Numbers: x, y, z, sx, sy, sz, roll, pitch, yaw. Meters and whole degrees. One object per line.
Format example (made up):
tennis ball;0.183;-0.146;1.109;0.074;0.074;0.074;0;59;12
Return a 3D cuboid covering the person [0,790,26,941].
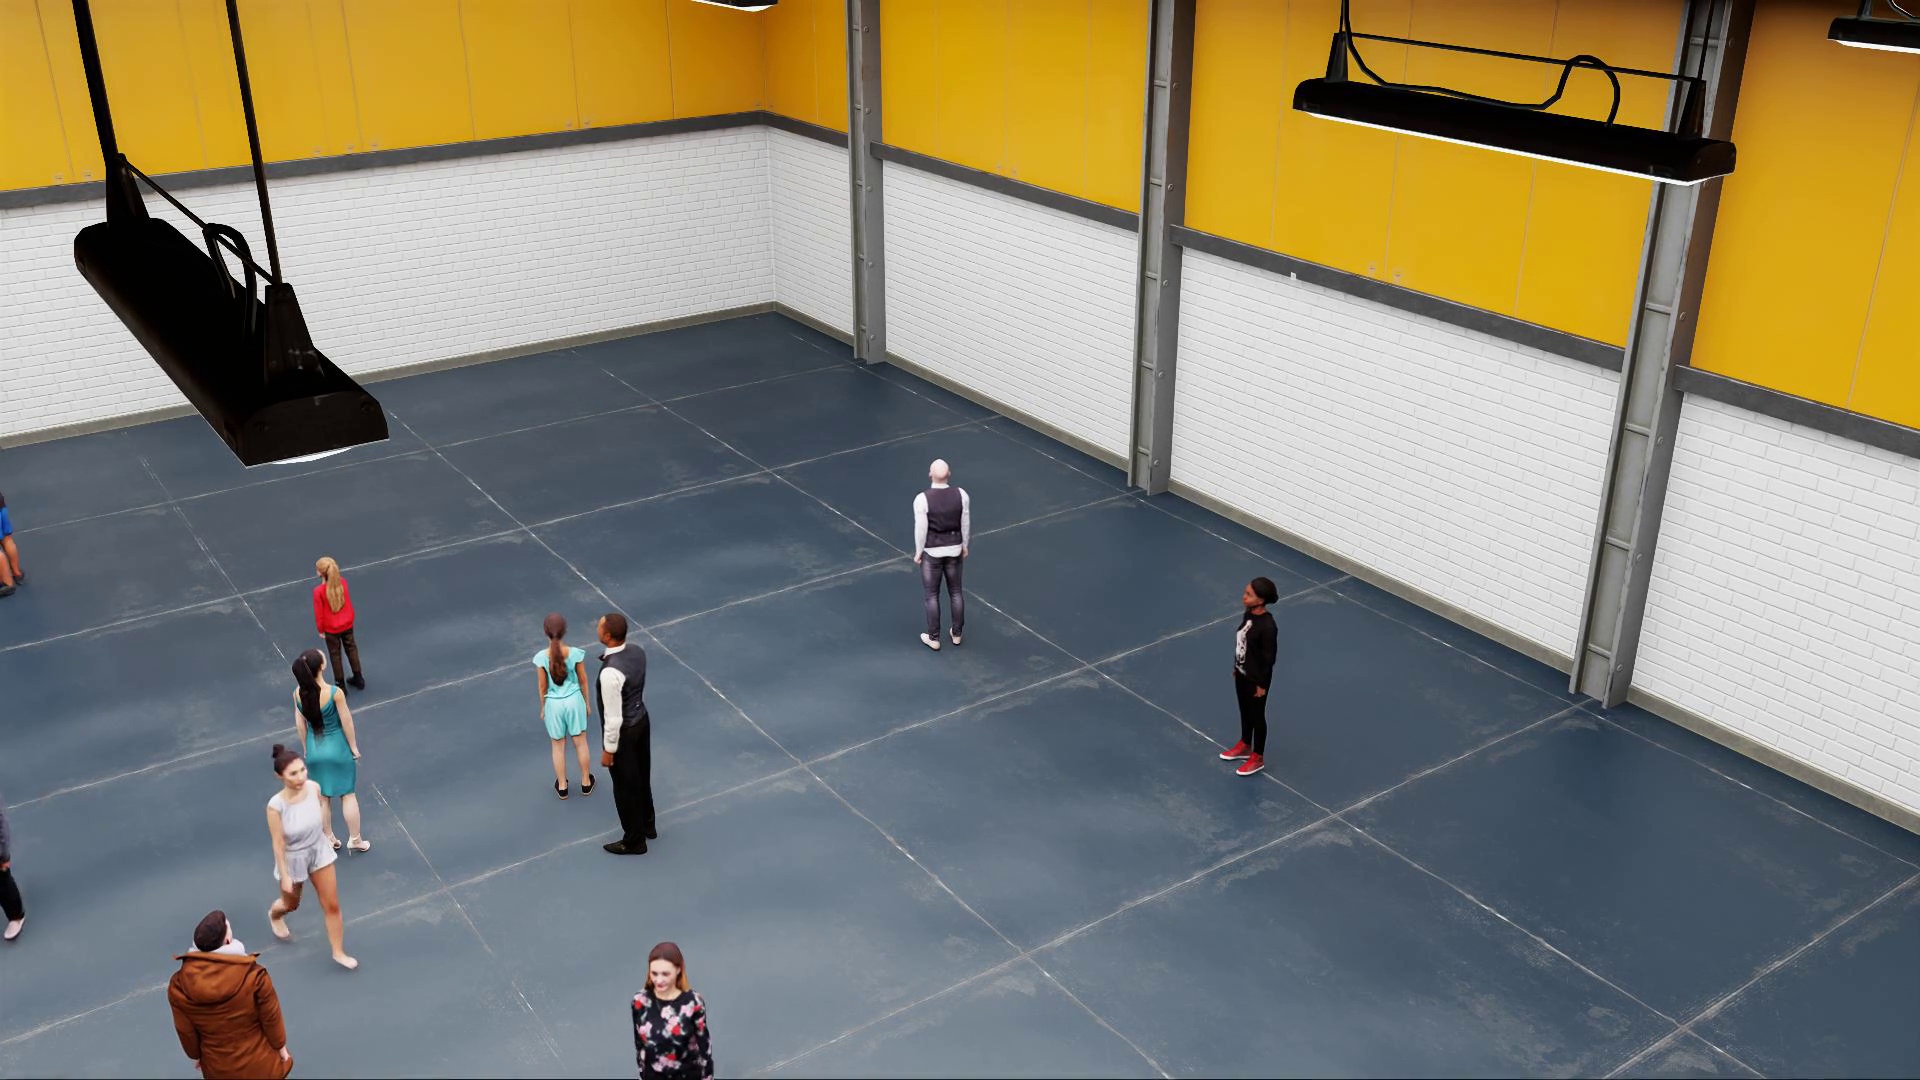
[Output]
person;-6.546;2.052;11.085;0.995;1.561;1.164;-2;24;-4

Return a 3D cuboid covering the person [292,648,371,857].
person;-4.593;1.544;12.092;0.624;1.686;0.659;1;24;3

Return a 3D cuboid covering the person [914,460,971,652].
person;-0.169;0.126;15.166;0.745;1.823;0.682;-9;25;-19

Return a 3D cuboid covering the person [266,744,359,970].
person;-4.395;2.078;10.995;1.087;1.587;0.815;16;28;33

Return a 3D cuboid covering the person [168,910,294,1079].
person;-3.899;2.796;9.036;0.836;1.839;0.867;-3;24;-7

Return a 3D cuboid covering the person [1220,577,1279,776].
person;2.335;1.057;13.221;0.710;1.675;0.555;-9;25;-19

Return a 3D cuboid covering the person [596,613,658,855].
person;-2.438;1.400;12.131;0.815;1.919;0.773;6;24;13

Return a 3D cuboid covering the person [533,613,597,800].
person;-3.062;1.273;12.872;0.620;1.559;0.636;-6;24;-14

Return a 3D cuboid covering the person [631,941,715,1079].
person;-1.534;2.874;9.089;0.990;1.654;1.120;1;24;2

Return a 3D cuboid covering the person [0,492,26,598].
person;-9.489;-0.338;16.295;0.924;1.767;0.737;4;24;9

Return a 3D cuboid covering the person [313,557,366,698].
person;-5.404;0.736;14.446;0.552;1.282;0.532;19;30;36
